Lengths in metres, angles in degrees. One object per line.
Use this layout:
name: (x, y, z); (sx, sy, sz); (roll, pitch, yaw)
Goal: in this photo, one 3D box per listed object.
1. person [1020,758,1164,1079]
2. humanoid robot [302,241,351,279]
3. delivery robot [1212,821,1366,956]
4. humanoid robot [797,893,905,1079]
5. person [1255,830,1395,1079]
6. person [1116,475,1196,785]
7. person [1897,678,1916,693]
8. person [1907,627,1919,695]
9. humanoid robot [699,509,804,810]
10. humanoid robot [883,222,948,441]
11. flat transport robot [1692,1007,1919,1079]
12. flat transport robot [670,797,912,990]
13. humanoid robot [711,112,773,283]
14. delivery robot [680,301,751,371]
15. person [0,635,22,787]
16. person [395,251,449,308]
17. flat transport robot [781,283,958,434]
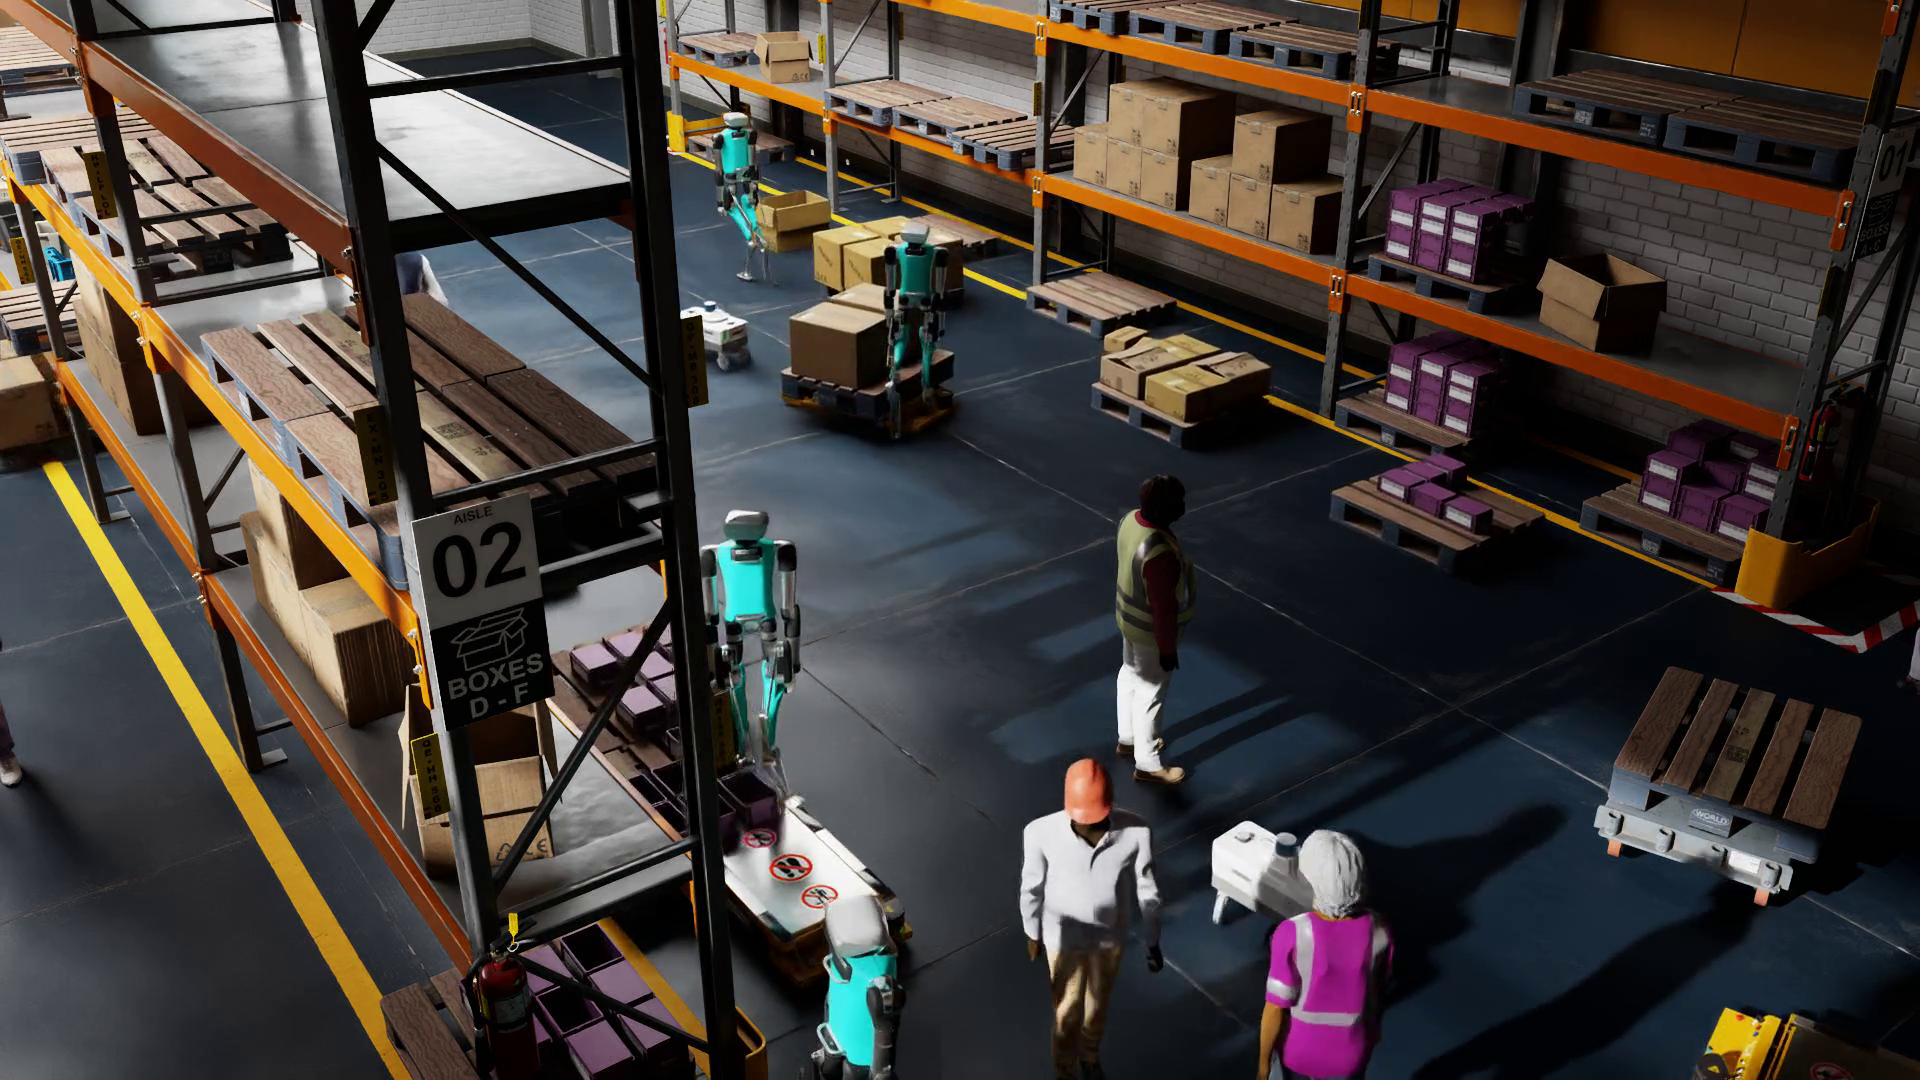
person: (0.566, 1.680, 6.999); (0.578, 1.735, 0.505); (-5, 27, -10)
humanoid robot: (-6.322, -3.071, 16.578); (0.589, 1.634, 0.559); (-10, 28, -19)
delivery robot: (1.598, 1.730, 8.220); (0.525, 0.587, 0.759); (-22, 34, -37)
humanoid robot: (-0.533, 2.145, 6.131); (0.649, 1.835, 0.535); (-12, 29, -22)
person: (1.400, 1.937, 6.403); (0.495, 1.832, 0.466); (4, 27, 7)
person: (1.084, 0.487, 9.267); (0.430, 1.845, 0.619); (-6, 27, -11)
person: (6.179, 0.123, 9.910); (0.577, 1.916, 0.640); (5, 27, 9)
person: (6.095, 0.044, 10.036); (0.430, 1.945, 0.488); (23, 35, 38)
humanoid robot: (-1.085, 0.778, 8.830); (0.530, 1.765, 0.935); (-4, 27, -9)
humanoid robot: (-0.394, -1.645, 13.702); (0.530, 1.818, 0.820); (2, 27, 4)
flat transport robot: (3.927, 2.465, 7.084); (1.431, 0.231, 0.659); (18, 32, 32)
flat transport robot: (-0.913, 1.731, 8.544); (0.659, 0.231, 1.431); (-18, 32, -31)
humanoid robot: (-2.193, -3.461, 17.370); (0.550, 1.909, 0.722); (-22, 34, -37)
delivery robot: (-2.313, -1.930, 15.492); (0.759, 0.579, 0.499); (19, 33, 33)
person: (-5.608, 0.536, 9.093); (0.650, 1.913, 0.413); (-12, 29, -22)
person: (-4.712, -1.864, 14.083); (0.769, 1.724, 0.732); (-1, 27, -2)
flat transport robot: (-0.791, -1.244, 14.462); (1.431, 0.231, 0.659); (16, 31, 29)
